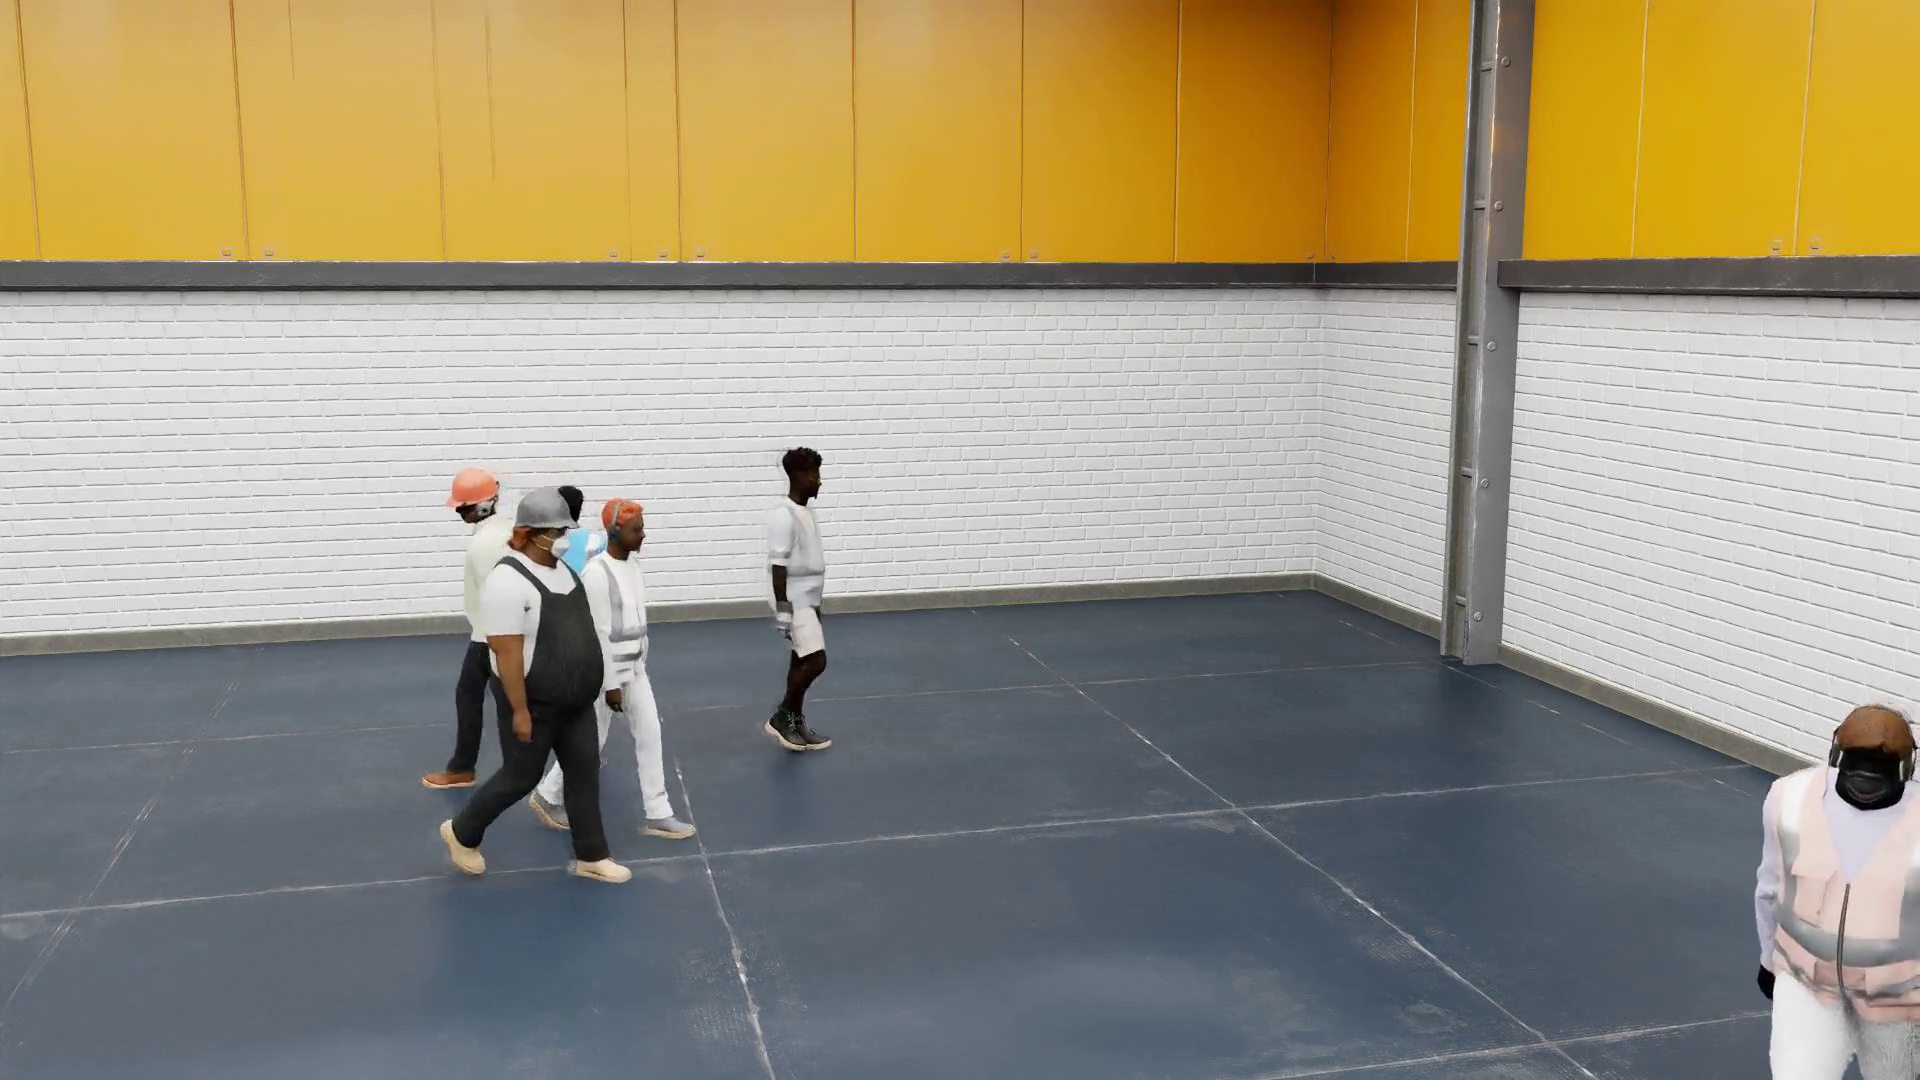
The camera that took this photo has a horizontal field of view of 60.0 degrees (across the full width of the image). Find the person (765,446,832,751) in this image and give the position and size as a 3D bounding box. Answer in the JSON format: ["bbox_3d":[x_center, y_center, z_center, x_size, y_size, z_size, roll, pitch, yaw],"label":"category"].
[{"bbox_3d":[-0.996,0.380,10.501,0.419,1.954,0.631,2,9,10],"label":"person"}]

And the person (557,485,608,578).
[{"bbox_3d":[-2.477,0.486,10.673,0.530,1.682,0.367,0,9,-2],"label":"person"}]

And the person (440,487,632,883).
[{"bbox_3d":[-2.136,0.705,8.219,0.878,2.000,0.684,3,10,20],"label":"person"}]

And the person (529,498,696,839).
[{"bbox_3d":[-1.901,0.688,8.913,0.912,1.857,0.566,3,10,19],"label":"person"}]

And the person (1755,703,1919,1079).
[{"bbox_3d":[2.725,1.345,5.050,0.637,1.778,1.027,8,12,39],"label":"person"}]

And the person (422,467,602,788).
[{"bbox_3d":[-2.623,0.523,9.716,1.038,1.937,0.628,1,9,7],"label":"person"}]
